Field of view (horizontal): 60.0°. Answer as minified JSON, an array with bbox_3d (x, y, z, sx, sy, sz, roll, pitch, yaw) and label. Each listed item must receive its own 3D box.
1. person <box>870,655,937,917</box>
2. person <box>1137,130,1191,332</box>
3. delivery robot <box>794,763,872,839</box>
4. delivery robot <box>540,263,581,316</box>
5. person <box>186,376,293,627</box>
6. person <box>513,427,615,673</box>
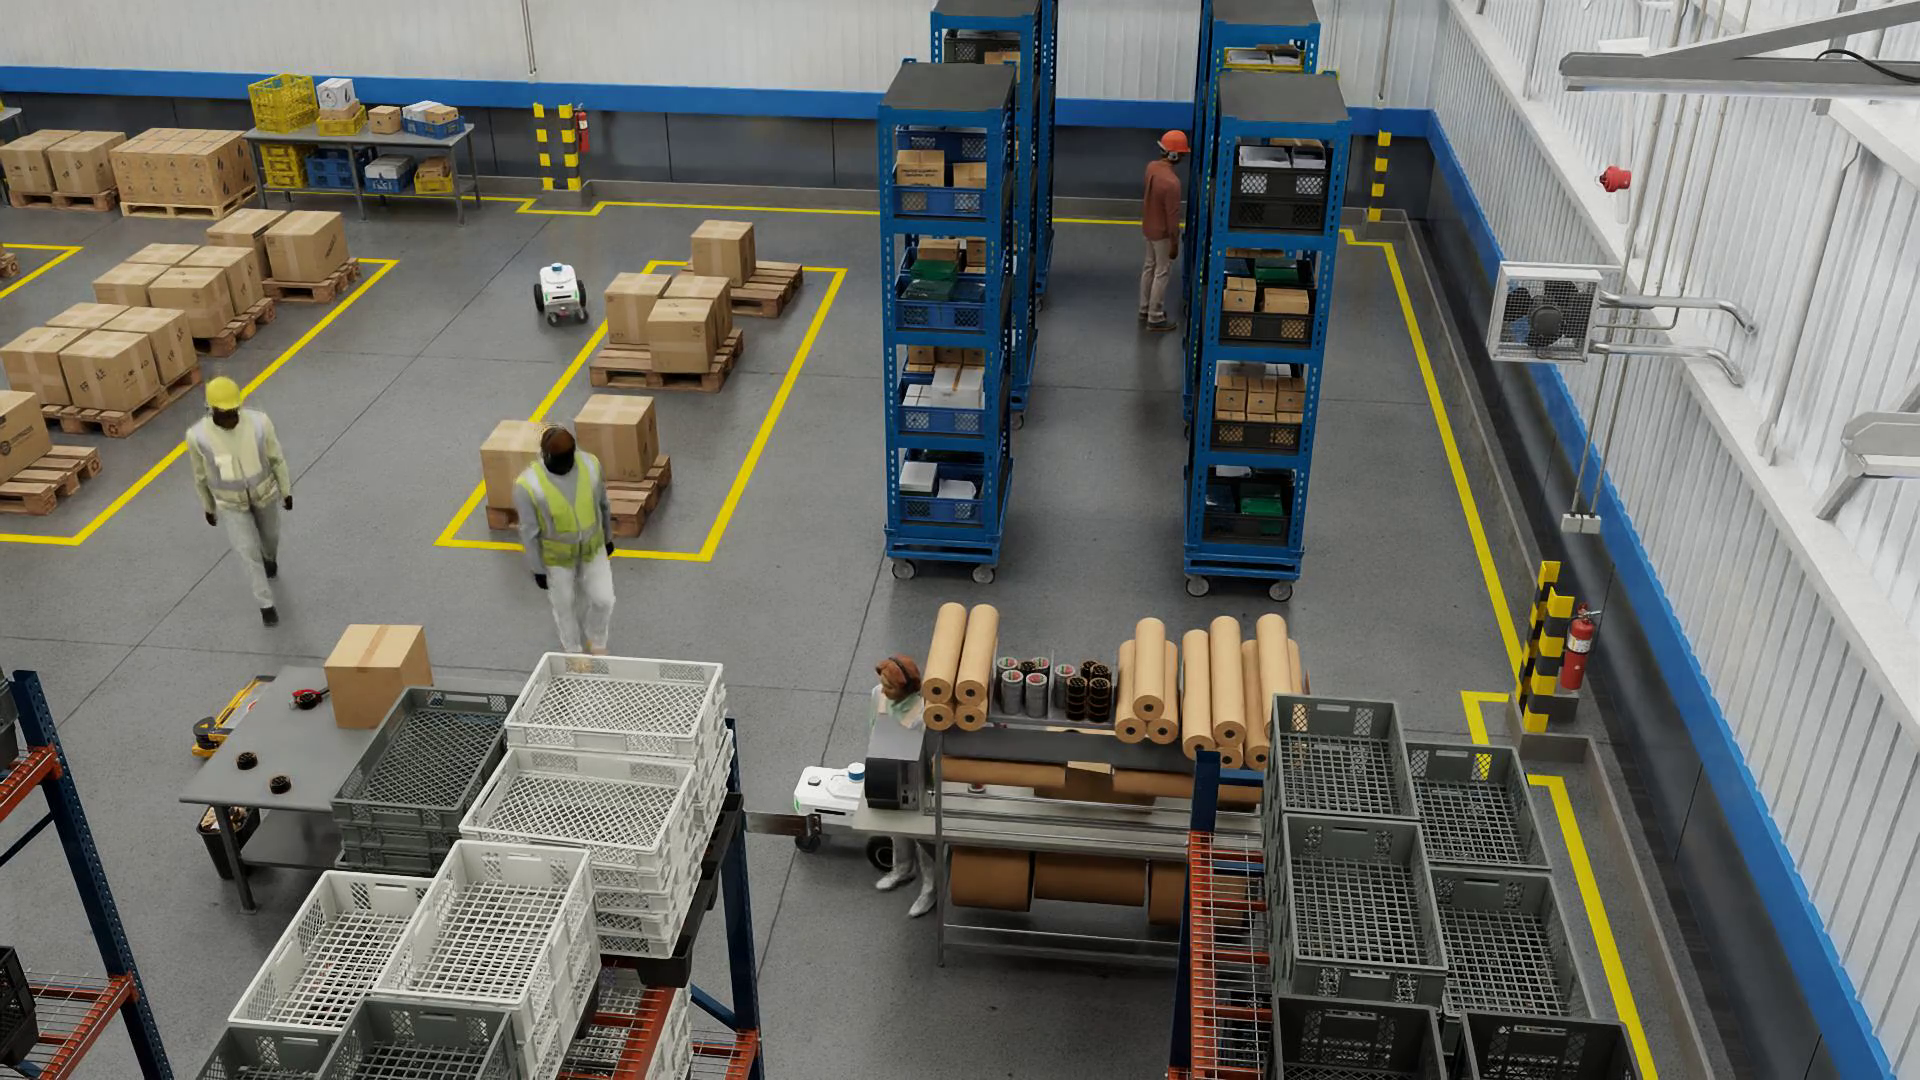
[{"bbox_3d":[-0.284,1.308,9.058,0.316,1.631,0.527,-26,39,-37],"label":"person"},{"bbox_3d":[1.973,-2.991,16.099,0.410,1.981,0.628,-10,32,-16],"label":"person"},{"bbox_3d":[-0.596,1.516,9.672,0.707,0.478,0.477,5,31,9],"label":"delivery robot"},{"bbox_3d":[-3.997,-2.521,16.607,0.477,0.478,0.707,-8,31,-13],"label":"delivery robot"},{"bbox_3d":[-5.051,-0.352,11.746,0.606,1.800,0.840,-17,34,-27],"label":"person"},{"bbox_3d":[-2.536,0.095,10.947,0.636,1.824,0.535,-18,35,-28],"label":"person"}]
